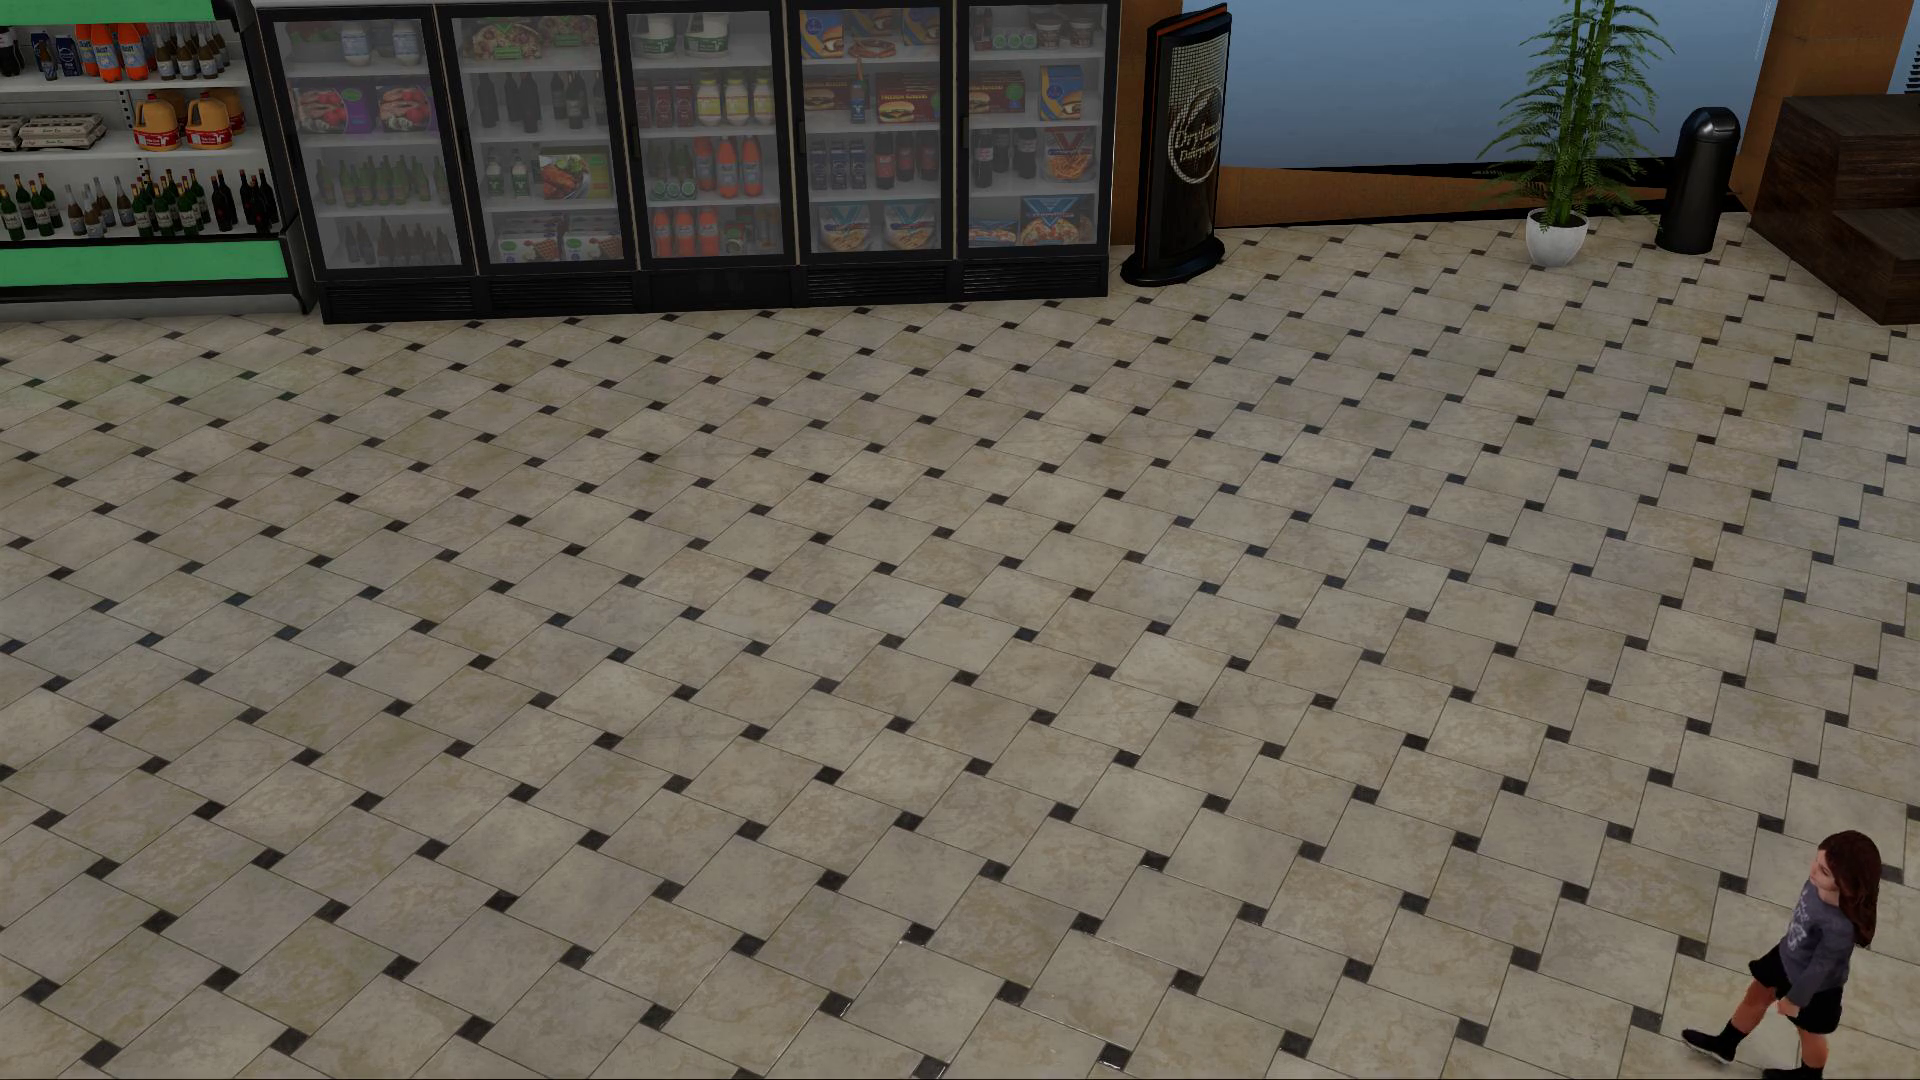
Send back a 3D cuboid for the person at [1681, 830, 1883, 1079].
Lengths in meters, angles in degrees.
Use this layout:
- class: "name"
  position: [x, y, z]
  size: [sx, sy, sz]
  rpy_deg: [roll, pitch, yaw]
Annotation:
- class: "person"
  position: [2.754, 1.360, 5.265]
  size: [0.727, 1.089, 0.598]
  rpy_deg: [8, 33, 12]
